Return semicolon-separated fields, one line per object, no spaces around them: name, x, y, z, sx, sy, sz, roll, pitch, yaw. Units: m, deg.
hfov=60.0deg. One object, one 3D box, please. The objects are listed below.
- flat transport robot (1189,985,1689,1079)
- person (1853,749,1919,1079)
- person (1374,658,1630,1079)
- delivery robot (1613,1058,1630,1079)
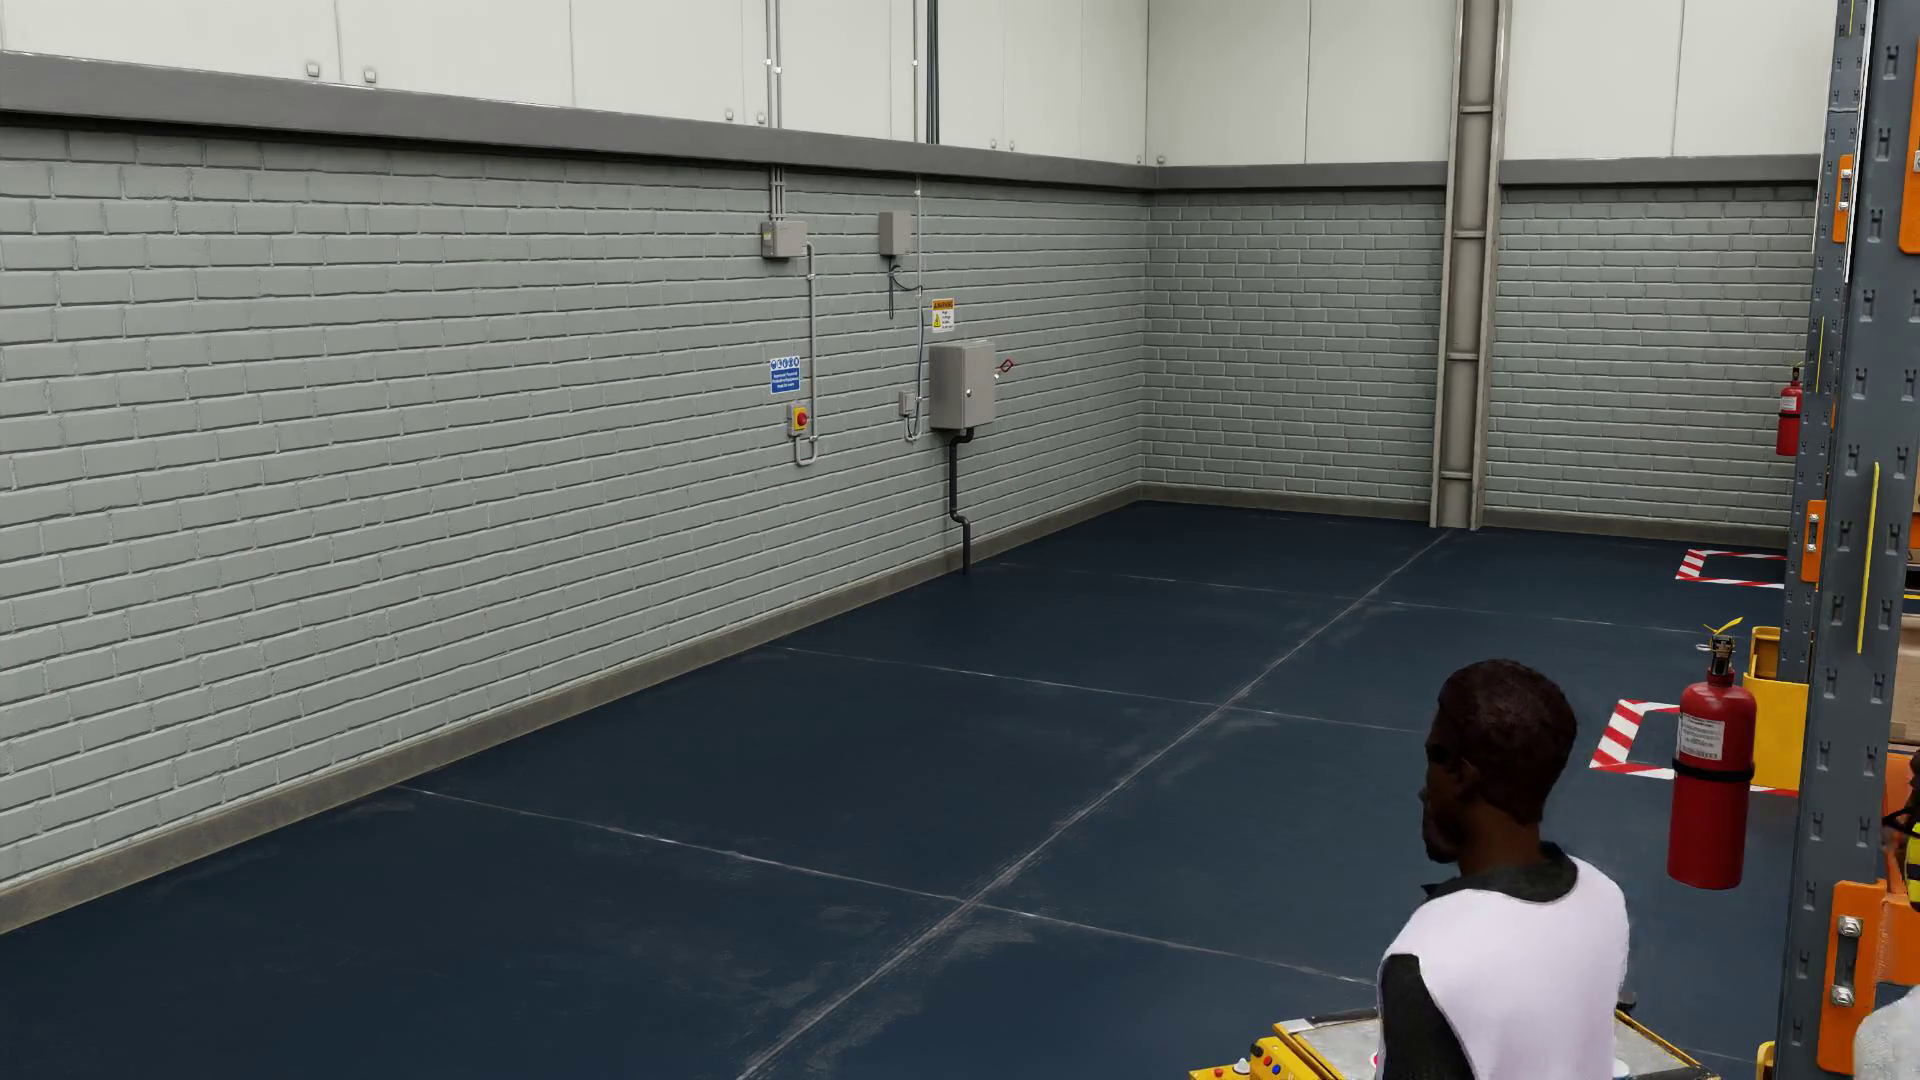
flat transport robot;1.438;1.535;4.701;1.431;0.197;0.652;-3;11;-17
person;1.365;1.164;2.437;0.537;1.836;0.819;-3;11;-16
person;0.771;1.118;2.541;0.584;1.892;0.622;9;14;41
delivery robot;1.532;1.479;3.976;0.477;0.478;0.707;-3;11;-17
